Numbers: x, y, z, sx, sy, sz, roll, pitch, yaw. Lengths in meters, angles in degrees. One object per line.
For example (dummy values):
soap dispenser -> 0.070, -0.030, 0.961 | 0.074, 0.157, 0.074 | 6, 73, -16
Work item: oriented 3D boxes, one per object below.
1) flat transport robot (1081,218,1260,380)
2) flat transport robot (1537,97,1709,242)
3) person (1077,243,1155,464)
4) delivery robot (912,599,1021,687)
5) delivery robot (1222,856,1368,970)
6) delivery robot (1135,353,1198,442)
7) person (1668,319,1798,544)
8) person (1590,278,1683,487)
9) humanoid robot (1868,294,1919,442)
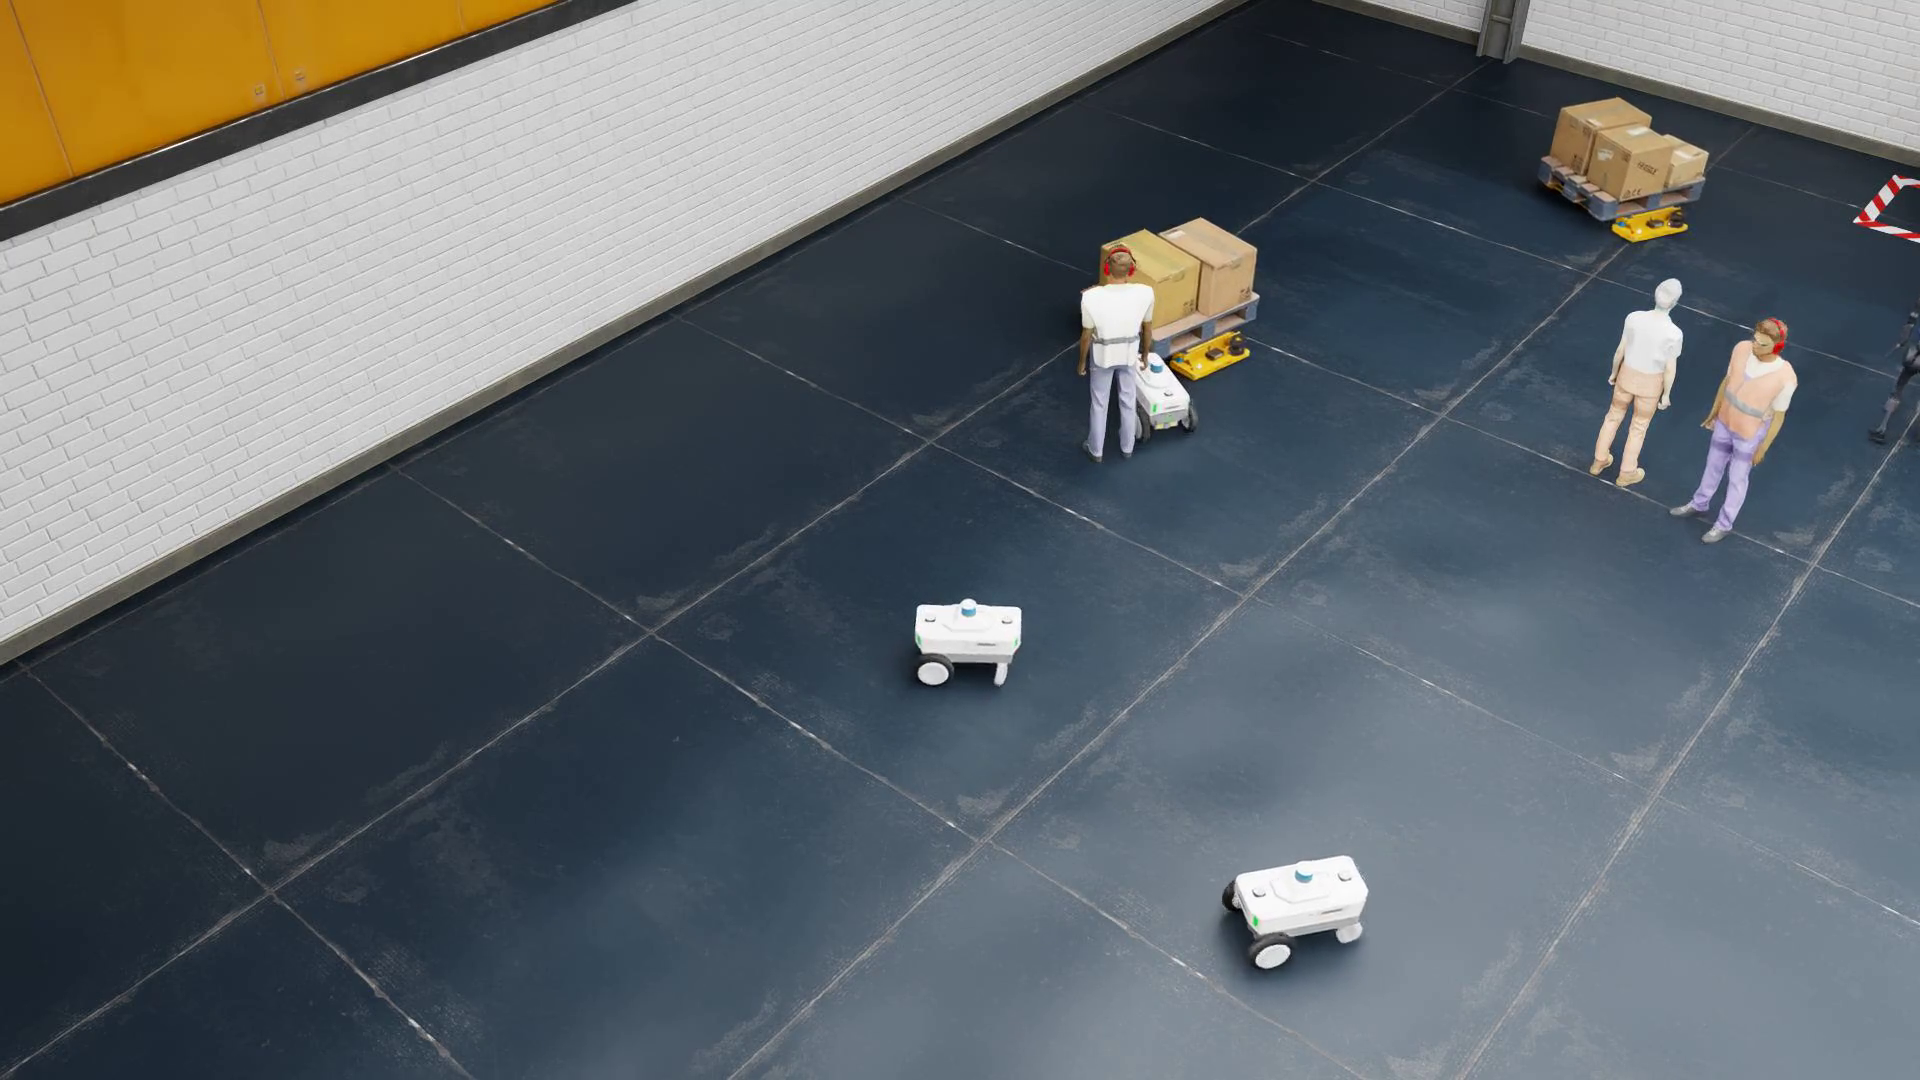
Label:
flat transport robot -> 1.817, -1.882, 14.622 | 0.659, 0.231, 1.431 | -25, 45, -28
flat transport robot -> 6.482, -3.394, 16.499 | 0.659, 0.231, 1.431 | -14, 41, -17
person -> 1.186, -1.394, 12.761 | 0.568, 1.842, 0.372 | -6, 39, -7
delivery robot -> 0.030, 0.658, 11.242 | 0.766, 0.595, 0.505 | 1, 39, 1
delivery robot -> 1.923, 2.064, 9.486 | 0.773, 0.582, 0.499 | -8, 40, -10
delivery robot -> 1.587, -1.195, 13.536 | 0.499, 0.587, 0.788 | -11, 40, -13
person -> 5.660, -0.805, 12.035 | 0.374, 1.840, 0.574 | -14, 41, -16
person -> 5.157, -1.197, 12.594 | 0.307, 1.744, 0.496 | -30, 47, -32
humanoid robot -> 7.618, -1.471, 12.990 | 0.611, 1.634, 0.389 | 16, 41, 18
